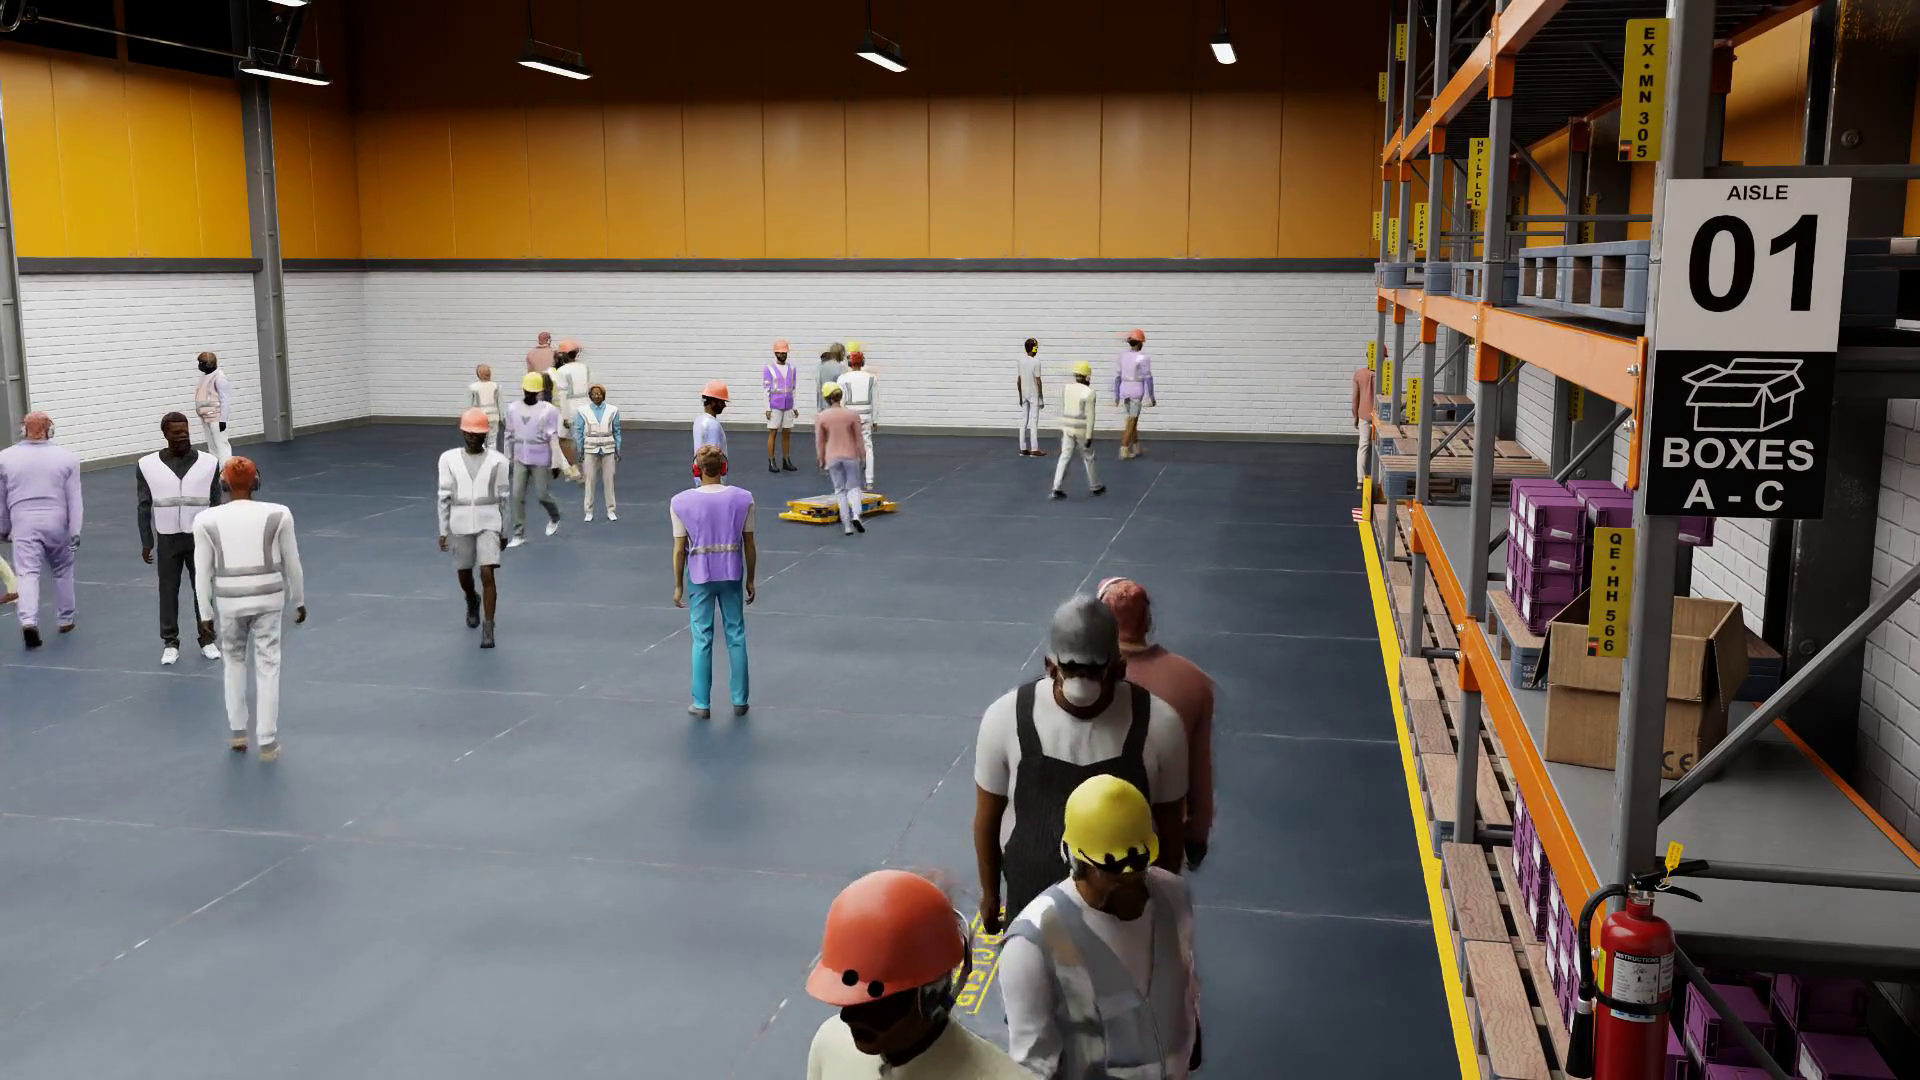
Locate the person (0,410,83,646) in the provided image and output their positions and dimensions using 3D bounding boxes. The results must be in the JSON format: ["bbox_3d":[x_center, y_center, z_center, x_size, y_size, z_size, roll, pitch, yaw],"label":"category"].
[{"bbox_3d":[-7.402,-0.105,13.383,0.640,1.869,0.921,-4,10,-24],"label":"person"}]

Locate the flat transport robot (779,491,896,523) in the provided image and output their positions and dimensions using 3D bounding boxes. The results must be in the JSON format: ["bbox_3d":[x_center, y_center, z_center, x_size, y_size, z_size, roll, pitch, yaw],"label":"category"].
[{"bbox_3d":[-1.463,-0.407,19.985,0.652,0.197,1.431,7,11,35],"label":"flat transport robot"}]

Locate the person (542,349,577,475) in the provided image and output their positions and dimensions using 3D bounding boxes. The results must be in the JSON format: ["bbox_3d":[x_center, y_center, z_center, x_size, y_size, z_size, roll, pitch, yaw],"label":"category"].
[{"bbox_3d":[-5.728,-1.863,24.096,0.596,1.839,0.647,8,12,40],"label":"person"}]

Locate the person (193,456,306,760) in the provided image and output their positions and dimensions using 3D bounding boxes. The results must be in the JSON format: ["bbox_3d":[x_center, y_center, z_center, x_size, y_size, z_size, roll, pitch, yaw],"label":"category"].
[{"bbox_3d":[-4.388,0.404,10.327,0.598,1.862,0.697,-3,10,-16],"label":"person"}]

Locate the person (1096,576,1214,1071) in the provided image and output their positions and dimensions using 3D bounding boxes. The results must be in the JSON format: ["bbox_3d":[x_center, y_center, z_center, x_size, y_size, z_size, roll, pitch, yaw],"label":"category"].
[{"bbox_3d":[0.641,1.084,6.152,0.640,1.887,0.579,-3,10,-19],"label":"person"}]

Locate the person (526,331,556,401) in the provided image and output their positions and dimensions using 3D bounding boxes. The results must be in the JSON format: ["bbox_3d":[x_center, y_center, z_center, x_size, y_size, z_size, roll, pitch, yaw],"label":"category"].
[{"bbox_3d":[-6.958,-2.560,28.046,0.643,1.908,0.411,2,10,13],"label":"person"}]

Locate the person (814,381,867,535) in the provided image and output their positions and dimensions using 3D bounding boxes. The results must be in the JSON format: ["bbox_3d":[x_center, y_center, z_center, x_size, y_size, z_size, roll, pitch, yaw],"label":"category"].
[{"bbox_3d":[-1.333,-0.905,18.579,0.578,1.728,0.409,0,9,-1],"label":"person"}]

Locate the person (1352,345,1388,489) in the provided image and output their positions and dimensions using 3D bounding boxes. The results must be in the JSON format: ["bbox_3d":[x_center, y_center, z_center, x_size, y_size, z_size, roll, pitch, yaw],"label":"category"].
[{"bbox_3d":[5.578,-1.657,22.365,0.611,1.985,0.393,7,12,36],"label":"person"}]

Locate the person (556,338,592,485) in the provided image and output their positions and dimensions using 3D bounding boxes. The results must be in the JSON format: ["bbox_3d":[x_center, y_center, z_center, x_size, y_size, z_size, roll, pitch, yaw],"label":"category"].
[{"bbox_3d":[-5.266,-1.739,22.754,0.539,2.024,0.609,7,12,37],"label":"person"}]

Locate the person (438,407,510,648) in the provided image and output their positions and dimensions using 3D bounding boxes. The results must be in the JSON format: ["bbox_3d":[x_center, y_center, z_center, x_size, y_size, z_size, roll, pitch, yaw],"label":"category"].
[{"bbox_3d":[-3.892,-0.127,13.389,0.555,1.912,0.823,-2,10,-11],"label":"person"}]

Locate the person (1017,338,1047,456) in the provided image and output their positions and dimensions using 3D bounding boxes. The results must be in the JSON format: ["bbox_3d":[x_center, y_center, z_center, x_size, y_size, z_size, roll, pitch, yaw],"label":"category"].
[{"bbox_3d":[1.131,-2.253,26.305,0.511,1.872,0.328,9,13,44],"label":"person"}]

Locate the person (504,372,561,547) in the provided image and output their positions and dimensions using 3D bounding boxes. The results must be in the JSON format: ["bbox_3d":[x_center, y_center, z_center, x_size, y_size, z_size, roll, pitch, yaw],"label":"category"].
[{"bbox_3d":[-4.642,-0.891,18.061,0.677,1.897,0.728,2,10,11],"label":"person"}]

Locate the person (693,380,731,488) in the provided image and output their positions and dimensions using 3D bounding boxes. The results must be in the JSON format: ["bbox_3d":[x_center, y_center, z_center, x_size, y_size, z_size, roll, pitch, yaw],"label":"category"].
[{"bbox_3d":[-2.357,-0.565,15.956,0.374,1.928,0.543,-4,10,-25],"label":"person"}]

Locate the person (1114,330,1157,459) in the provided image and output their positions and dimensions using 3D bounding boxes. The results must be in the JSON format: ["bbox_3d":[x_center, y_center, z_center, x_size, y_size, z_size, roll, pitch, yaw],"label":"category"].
[{"bbox_3d":[2.790,-2.276,26.013,0.911,2.005,0.611,-8,13,-41],"label":"person"}]

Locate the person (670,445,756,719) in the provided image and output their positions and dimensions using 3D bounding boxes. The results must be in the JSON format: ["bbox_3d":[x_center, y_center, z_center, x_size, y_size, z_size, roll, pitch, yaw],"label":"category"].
[{"bbox_3d":[-1.637,0.285,11.102,0.565,1.840,0.390,-3,10,-19],"label":"person"}]

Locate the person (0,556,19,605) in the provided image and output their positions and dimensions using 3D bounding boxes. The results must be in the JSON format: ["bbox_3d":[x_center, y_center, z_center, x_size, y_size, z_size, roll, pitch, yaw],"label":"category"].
[{"bbox_3d":[-8.740,-0.171,14.611,0.872,1.583,0.521,-6,11,-31],"label":"person"}]

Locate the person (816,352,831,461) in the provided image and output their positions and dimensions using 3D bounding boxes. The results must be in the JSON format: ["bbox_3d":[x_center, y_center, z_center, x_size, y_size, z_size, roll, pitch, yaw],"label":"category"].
[{"bbox_3d":[-1.986,-2.074,25.793,0.541,1.677,0.569,6,11,33],"label":"person"}]

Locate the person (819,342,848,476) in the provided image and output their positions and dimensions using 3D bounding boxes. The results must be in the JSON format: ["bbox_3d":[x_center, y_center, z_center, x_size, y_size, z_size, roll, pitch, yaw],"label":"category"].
[{"bbox_3d":[-1.718,-1.878,23.885,0.597,1.916,0.644,-5,11,-29],"label":"person"}]

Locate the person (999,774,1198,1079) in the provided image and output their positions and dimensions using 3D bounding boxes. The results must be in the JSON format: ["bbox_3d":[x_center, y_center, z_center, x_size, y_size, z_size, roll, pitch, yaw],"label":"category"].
[{"bbox_3d":[0.388,1.449,4.175,0.616,1.809,0.435,-6,11,-33],"label":"person"}]

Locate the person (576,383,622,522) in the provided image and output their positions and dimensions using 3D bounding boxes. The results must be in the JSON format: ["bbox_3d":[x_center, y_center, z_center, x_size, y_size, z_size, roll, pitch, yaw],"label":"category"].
[{"bbox_3d":[-4.262,-1.034,19.651,0.525,1.639,0.307,-3,10,-17],"label":"person"}]

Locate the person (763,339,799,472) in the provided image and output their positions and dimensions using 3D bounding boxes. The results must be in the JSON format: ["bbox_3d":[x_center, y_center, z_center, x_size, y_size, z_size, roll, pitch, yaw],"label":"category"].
[{"bbox_3d":[-2.607,-1.959,24.326,0.543,1.939,0.360,-7,12,-35],"label":"person"}]

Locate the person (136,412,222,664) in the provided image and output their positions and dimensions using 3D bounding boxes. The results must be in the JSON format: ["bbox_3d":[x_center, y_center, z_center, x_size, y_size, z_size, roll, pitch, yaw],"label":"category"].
[{"bbox_3d":[-5.948,-0.025,12.723,0.596,1.921,0.382,-6,11,-31],"label":"person"}]

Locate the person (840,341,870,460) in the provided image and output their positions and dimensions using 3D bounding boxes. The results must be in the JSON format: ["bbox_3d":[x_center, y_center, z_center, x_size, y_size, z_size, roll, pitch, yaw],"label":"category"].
[{"bbox_3d":[-1.630,-2.035,24.918,0.632,1.891,0.485,5,11,28],"label":"person"}]

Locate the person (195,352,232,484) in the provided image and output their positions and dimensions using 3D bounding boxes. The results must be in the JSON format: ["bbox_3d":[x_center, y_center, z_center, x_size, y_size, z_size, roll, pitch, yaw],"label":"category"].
[{"bbox_3d":[-10.236,-1.656,22.799,0.627,1.840,0.429,9,13,42],"label":"person"}]

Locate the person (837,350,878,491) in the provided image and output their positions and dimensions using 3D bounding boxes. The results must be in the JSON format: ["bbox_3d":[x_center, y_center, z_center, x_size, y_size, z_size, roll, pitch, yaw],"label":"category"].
[{"bbox_3d":[-1.376,-1.602,22.333,0.583,1.882,0.337,-4,10,-22],"label":"person"}]

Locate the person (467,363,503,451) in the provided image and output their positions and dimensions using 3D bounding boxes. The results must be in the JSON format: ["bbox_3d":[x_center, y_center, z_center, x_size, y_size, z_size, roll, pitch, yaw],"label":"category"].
[{"bbox_3d":[-6.734,-1.694,23.659,0.519,1.630,0.484,-5,11,-29],"label":"person"}]

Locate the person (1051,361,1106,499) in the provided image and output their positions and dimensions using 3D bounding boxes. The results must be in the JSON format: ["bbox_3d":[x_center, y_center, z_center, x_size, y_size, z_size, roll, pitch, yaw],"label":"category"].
[{"bbox_3d":[1.533,-1.415,21.536,0.604,1.789,0.954,8,12,40],"label":"person"}]

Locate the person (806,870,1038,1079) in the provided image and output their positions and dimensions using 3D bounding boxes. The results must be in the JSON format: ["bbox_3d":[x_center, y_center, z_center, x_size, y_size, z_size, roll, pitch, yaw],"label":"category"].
[{"bbox_3d":[-0.105,1.552,3.158,1.053,1.928,0.615,-9,13,-42],"label":"person"}]
